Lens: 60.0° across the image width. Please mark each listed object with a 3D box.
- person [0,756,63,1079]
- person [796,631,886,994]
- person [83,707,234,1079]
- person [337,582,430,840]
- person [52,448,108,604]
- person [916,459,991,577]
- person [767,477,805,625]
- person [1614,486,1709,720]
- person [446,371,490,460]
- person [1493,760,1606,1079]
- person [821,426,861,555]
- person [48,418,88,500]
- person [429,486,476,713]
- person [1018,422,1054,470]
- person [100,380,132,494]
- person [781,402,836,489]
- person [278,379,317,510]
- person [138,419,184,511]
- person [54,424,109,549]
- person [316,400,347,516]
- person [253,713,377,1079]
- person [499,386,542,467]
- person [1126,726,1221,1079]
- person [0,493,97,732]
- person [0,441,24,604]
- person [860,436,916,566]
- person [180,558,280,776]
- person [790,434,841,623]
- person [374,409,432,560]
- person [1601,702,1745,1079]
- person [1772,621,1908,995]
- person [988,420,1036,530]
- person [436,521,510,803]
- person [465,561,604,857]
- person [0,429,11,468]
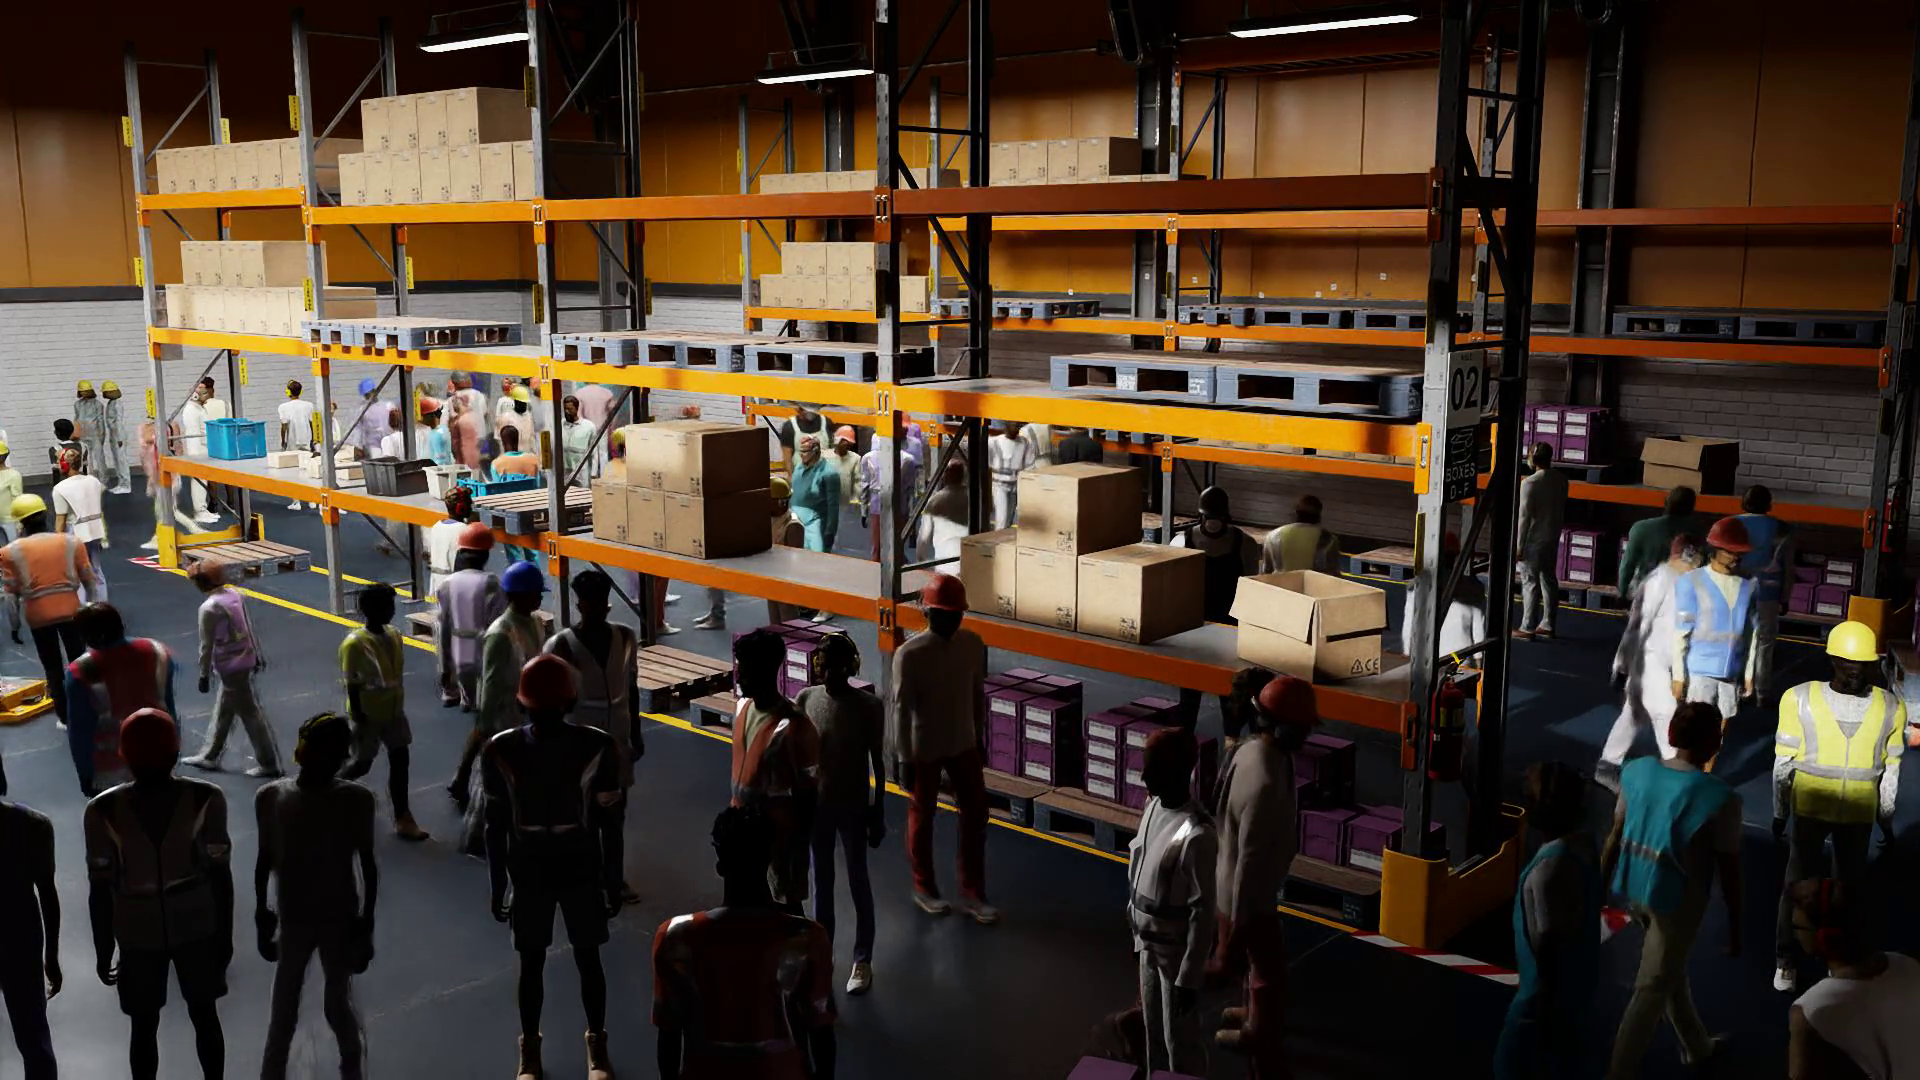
[{"bbox_3d":[-3.885,1.694,6.691,0.505,1.838,0.344,-3,10,-14],"label":"person"},{"bbox_3d":[-0.623,1.371,8.464,0.510,1.860,0.333,4,11,20],"label":"person"},{"bbox_3d":[-3.274,1.619,6.856,0.546,1.928,0.381,-5,11,-24],"label":"person"},{"bbox_3d":[-3.768,1.077,10.606,0.730,1.675,0.535,4,11,24],"label":"person"},{"bbox_3d":[-8.502,0.028,16.108,0.388,1.837,0.561,2,10,13],"label":"person"},{"bbox_3d":[-0.066,0.192,15.157,0.674,1.845,1.030,-4,11,-21],"label":"person"},{"bbox_3d":[-1.542,0.357,14.296,0.403,1.824,0.596,-6,12,-30],"label":"person"},{"bbox_3d":[5.657,0.491,13.409,0.646,1.876,0.906,-1,10,-4],"label":"person"},{"bbox_3d":[-8.815,-2.421,29.381,1.039,2.000,0.701,2,10,10],"label":"person"},{"bbox_3d":[2.386,1.754,6.445,0.826,1.821,0.508,9,13,40],"label":"person"},{"bbox_3d":[-1.411,-0.471,19.277,0.588,1.709,0.683,-6,12,-29],"label":"person"},{"bbox_3d":[-10.832,-0.633,20.241,0.316,1.696,0.541,3,11,18],"label":"person"},{"bbox_3d":[-4.088,0.481,13.520,0.565,1.845,0.384,9,14,42],"label":"person"},{"bbox_3d":[0.948,-0.845,20.875,0.537,1.902,0.595,7,12,36],"label":"person"},{"bbox_3d":[-12.937,-1.577,25.476,0.328,1.737,0.487,-8,13,-39],"label":"person"},{"bbox_3d":[-1.847,-0.875,20.639,0.704,2.000,0.954,-2,10,-11],"label":"person"},{"bbox_3d":[-9.510,-1.369,23.899,0.513,1.877,0.328,-9,13,-40],"label":"person"},{"bbox_3d":[-10.768,-1.051,22.455,0.544,1.747,0.514,-7,12,-33],"label":"person"},{"bbox_3d":[-11.062,-0.662,20.695,0.818,1.593,0.505,1,10,5],"label":"person"},{"bbox_3d":[-8.837,-1.146,23.313,0.314,1.636,0.517,3,10,15],"label":"person"},{"bbox_3d":[-2.735,1.656,6.939,0.567,1.829,0.700,-1,10,-7],"label":"person"},{"bbox_3d":[-5.960,-1.133,22.496,0.456,1.903,0.583,4,11,20],"label":"person"},{"bbox_3d":[0.841,1.663,6.732,0.355,1.884,0.575,-3,10,-16],"label":"person"},{"bbox_3d":[-6.984,0.581,12.818,0.523,1.901,0.619,10,14,44],"label":"person"},{"bbox_3d":[-10.117,-0.194,17.595,0.526,1.760,0.333,4,11,20],"label":"person"},{"bbox_3d":[-0.771,-0.321,17.829,0.594,1.924,0.382,0,10,-1],"label":"person"},{"bbox_3d":[-5.247,0.910,11.783,0.815,1.593,0.547,-1,10,-3],"label":"person"},{"bbox_3d":[-1.499,-0.118,16.761,0.639,1.902,0.407,9,13,42],"label":"person"},{"bbox_3d":[-6.746,-0.676,20.132,1.002,1.825,0.592,7,12,36],"label":"person"},{"bbox_3d":[3.168,1.601,7.359,0.951,1.784,0.600,-5,11,-24],"label":"person"},{"bbox_3d":[4.403,1.350,8.370,0.587,1.930,0.361,2,10,13],"label":"person"},{"bbox_3d":[0.613,-0.570,19.442,0.585,1.846,0.866,-4,11,-23],"label":"person"},{"bbox_3d":[-3.342,0.829,11.427,0.550,1.909,0.943,3,10,15],"label":"person"},{"bbox_3d":[-2.627,1.057,10.138,1.045,1.886,0.634,1,10,7],"label":"person"},{"bbox_3d":[-11.793,-0.705,20.127,0.356,1.883,0.573,8,13,37],"label":"person"}]
